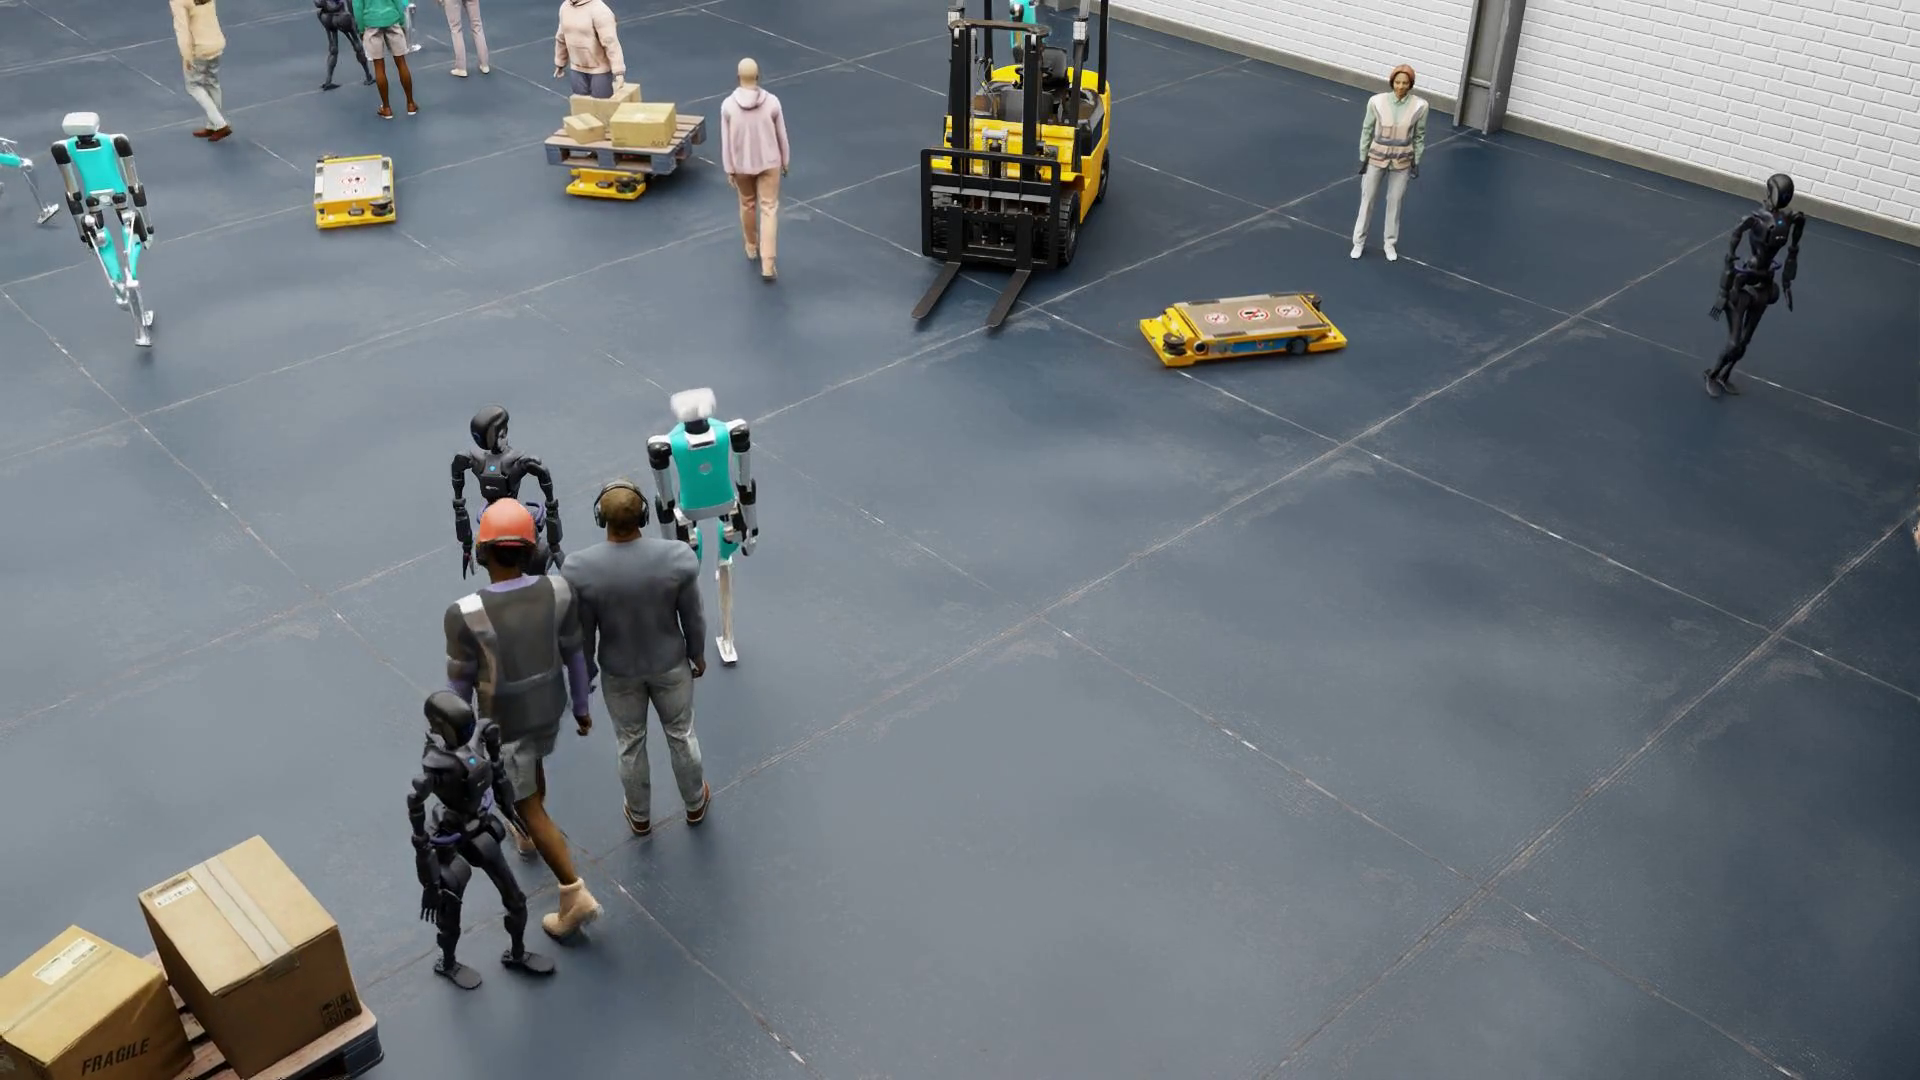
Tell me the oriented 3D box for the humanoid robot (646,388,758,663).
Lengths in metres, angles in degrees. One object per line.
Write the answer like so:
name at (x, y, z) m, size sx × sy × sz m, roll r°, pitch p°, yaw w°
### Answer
humanoid robot at (-1.411, -0.091, 9.042) m, size 0.552 × 1.876 × 0.837 m, roll -11°, pitch 35°, yaw -16°

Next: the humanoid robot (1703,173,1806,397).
humanoid robot at (5.542, -1.768, 11.598) m, size 0.589 × 1.650 × 0.344 m, roll -7°, pitch 34°, yaw -10°

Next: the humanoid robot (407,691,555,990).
humanoid robot at (-2.092, 1.253, 6.969) m, size 0.485 × 1.634 × 0.603 m, roll 14°, pitch 36°, yaw 20°

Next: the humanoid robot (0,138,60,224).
humanoid robot at (-8.281, -3.445, 14.180) m, size 1.021 × 1.764 × 0.554 m, roll -18°, pitch 37°, yaw -26°

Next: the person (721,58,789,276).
person at (-1.646, -3.023, 13.474) m, size 0.531 × 1.753 × 0.859 m, roll -2°, pitch 33°, yaw -3°

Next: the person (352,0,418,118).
person at (-5.793, -5.157, 16.652) m, size 0.491 × 1.850 × 0.397 m, roll -16°, pitch 36°, yaw -22°

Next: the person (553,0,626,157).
person at (-3.425, -4.399, 15.485) m, size 0.820 × 1.855 × 0.434 m, roll 17°, pitch 37°, yaw 24°

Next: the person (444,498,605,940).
person at (-1.893, 0.788, 7.401) m, size 0.640 × 1.986 × 0.967 m, roll -27°, pitch 41°, yaw -34°

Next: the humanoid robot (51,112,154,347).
humanoid robot at (-6.220, -2.158, 12.185) m, size 0.535 × 1.774 × 0.929 m, roll -10°, pitch 34°, yaw -14°

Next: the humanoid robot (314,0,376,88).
humanoid robot at (-6.567, -5.595, 17.510) m, size 0.615 × 1.642 × 0.615 m, roll 21°, pitch 39°, yaw 29°

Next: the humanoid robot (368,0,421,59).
humanoid robot at (-6.429, -6.251, 18.485) m, size 0.561 × 1.794 × 0.849 m, roll 17°, pitch 37°, yaw 24°

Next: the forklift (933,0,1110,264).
forklift at (0.570, -3.725, 14.138) m, size 1.214 × 2.155 × 2.313 m, roll 9°, pitch 34°, yaw 13°

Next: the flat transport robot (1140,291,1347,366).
flat transport robot at (2.151, -1.607, 12.642) m, size 1.431 × 0.231 × 0.659 m, roll -7°, pitch 34°, yaw -10°

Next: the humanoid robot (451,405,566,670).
humanoid robot at (-2.370, 0.018, 8.843) m, size 0.599 × 1.655 × 0.315 m, roll 2°, pitch 33°, yaw 3°

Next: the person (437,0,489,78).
person at (-5.372, -5.874, 17.835) m, size 0.526 × 1.760 × 0.339 m, roll -21°, pitch 38°, yaw -29°

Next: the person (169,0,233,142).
person at (-7.383, -4.772, 16.066) m, size 0.590 × 1.852 × 0.587 m, roll 13°, pitch 35°, yaw 19°

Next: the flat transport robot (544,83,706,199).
flat transport robot at (-3.105, -3.550, 15.630) m, size 0.659 × 0.231 × 1.431 m, roll 7°, pitch 34°, yaw 11°

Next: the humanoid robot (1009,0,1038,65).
humanoid robot at (0.877, -4.305, 15.478) m, size 1.003 × 1.775 × 0.530 m, roll 9°, pitch 34°, yaw 13°

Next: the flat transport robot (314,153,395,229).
flat transport robot at (-5.480, -3.185, 15.068) m, size 0.659 × 0.231 × 1.431 m, roll -9°, pitch 34°, yaw -14°

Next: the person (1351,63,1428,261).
person at (3.530, -3.102, 13.680) m, size 0.514 × 1.641 × 0.308 m, roll 5°, pitch 33°, yaw 8°

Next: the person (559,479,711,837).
person at (-1.485, 0.568, 7.771) m, size 0.627 × 1.940 × 0.378 m, roll -6°, pitch 34°, yaw -9°

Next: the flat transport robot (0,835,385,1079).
flat transport robot at (-3.114, 2.221, 6.759) m, size 0.659 × 0.231 × 1.431 m, roll -28°, pitch 42°, yaw -36°
